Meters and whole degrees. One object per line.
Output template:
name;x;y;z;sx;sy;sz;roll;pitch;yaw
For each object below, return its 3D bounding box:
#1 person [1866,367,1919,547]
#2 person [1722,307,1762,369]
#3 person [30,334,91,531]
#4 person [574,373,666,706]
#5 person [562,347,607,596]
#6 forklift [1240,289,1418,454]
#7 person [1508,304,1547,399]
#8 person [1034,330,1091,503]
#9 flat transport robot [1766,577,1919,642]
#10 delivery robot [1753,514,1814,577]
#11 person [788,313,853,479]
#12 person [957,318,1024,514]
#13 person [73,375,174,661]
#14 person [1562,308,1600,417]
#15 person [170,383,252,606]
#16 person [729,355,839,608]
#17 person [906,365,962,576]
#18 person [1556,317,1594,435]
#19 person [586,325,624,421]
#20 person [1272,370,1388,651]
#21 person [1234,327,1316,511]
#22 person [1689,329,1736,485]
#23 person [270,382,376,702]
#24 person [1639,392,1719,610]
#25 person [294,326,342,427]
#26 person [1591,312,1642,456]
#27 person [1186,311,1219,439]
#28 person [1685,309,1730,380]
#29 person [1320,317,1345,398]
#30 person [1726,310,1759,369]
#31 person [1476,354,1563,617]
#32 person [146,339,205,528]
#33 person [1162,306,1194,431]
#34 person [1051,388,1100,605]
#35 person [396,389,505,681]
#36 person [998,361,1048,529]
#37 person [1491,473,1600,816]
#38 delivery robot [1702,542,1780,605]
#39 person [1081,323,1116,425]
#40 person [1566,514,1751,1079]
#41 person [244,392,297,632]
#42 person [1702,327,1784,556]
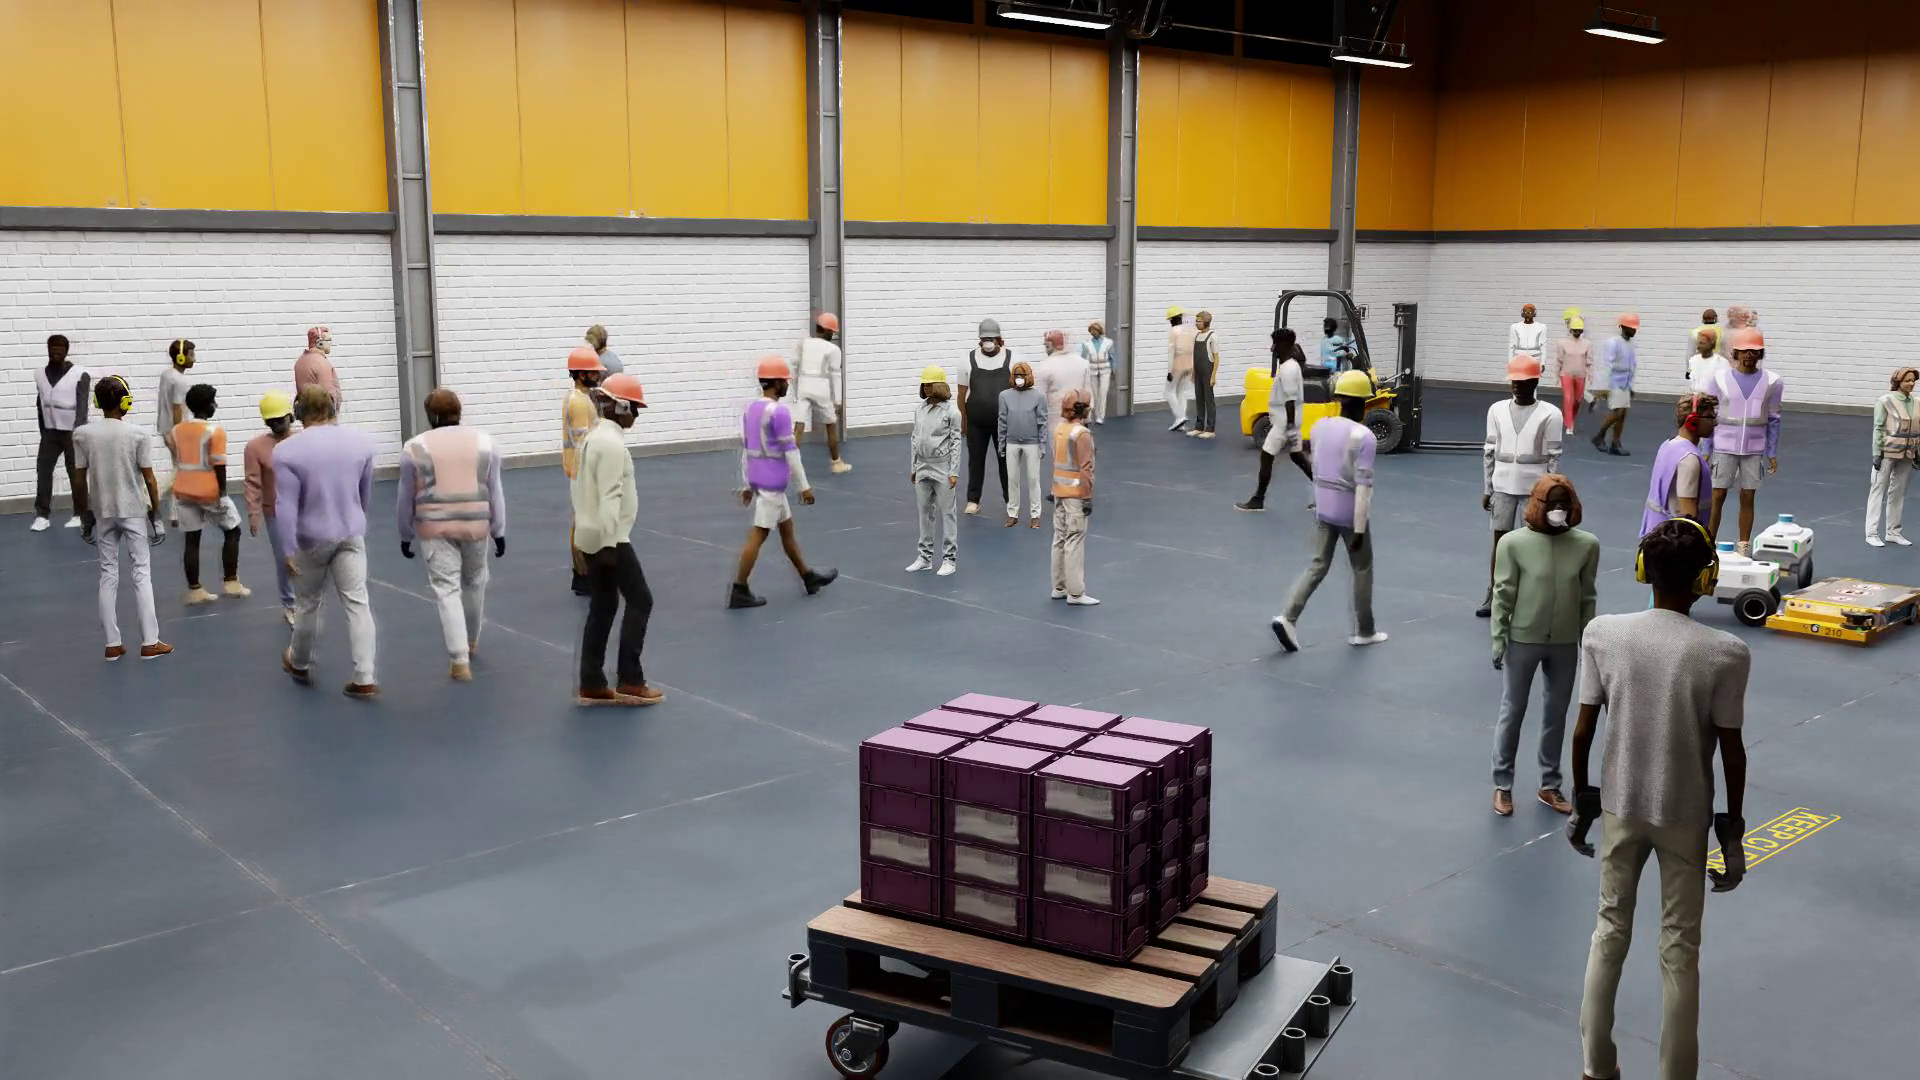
person;8.515;-0.756;15.134;0.514;1.642;0.310;-3;10;-14
person;12.107;-2.690;25.913;0.699;1.872;0.795;4;11;24
person;-8.647;-1.032;16.029;0.614;1.889;0.633;1;10;7
person;-2.010;0.002;9.791;0.641;1.948;0.680;-5;11;-25
person;-2.907;-0.534;12.969;0.358;1.938;0.548;-3;10;-17
forklift;5.034;-2.339;22.783;2.313;2.155;1.214;3;10;16
person;9.146;-2.868;26.833;0.580;1.878;0.347;3;10;19
person;0.981;-1.256;17.388;0.658;1.866;0.856;-7;12;-36
flat transport robot;6.381;0.480;11.902;1.431;0.197;0.652;-9;13;-44
delivery robot;6.635;0.036;13.397;0.477;0.478;0.707;7;12;35
person;-1.735;-1.715;19.866;0.669;1.968;0.917;3;10;18
person;0.317;-1.263;16.934;0.699;2.000;0.536;0;10;2
person;-5.483;-0.141;10.869;0.535;1.868;0.309;-1;10;-6
person;10.102;-2.886;27.149;0.642;1.796;0.633;5;11;26
person;-5.693;-0.352;12.635;0.527;1.673;0.576;3;10;18
person;-1.356;-0.447;12.600;0.997;1.881;0.554;-5;11;-29
person;-0.216;-0.577;13.787;0.484;1.744;0.296;7;12;35
person;9.154;-2.456;24.815;0.531;1.738;0.779;2;10;10
person;-3.702;-1.253;17.228;0.373;1.928;0.675;-9;13;-43
person;2.508;-0.190;11.094;0.910;1.899;0.592;-7;12;-36
person;3.404;-1.231;17.116;0.989;1.926;0.611;3;10;17
person;8.451;-1.469;18.794;1.039;1.821;0.589;-4;10;-22
person;-3.835;-0.002;10.016;0.625;1.877;1.013;-9;13;-41
person;4.232;0.045;9.845;0.375;1.844;0.567;2;10;11
person;-6.662;-1.274;17.395;0.402;1.906;0.652;-10;14;-44
person;8.676;-2.039;21.847;0.579;1.909;0.502;-6;11;-30
person;3.539;-2.393;24.129;0.329;1.842;0.516;-5;11;-29
person;11.340;-2.580;25.251;0.621;1.837;0.429;3;10;16
person;5.894;-2.668;26.191;0.593;1.682;0.537;-5;11;-27
person;11.127;-2.304;23.534;0.835;1.875;0.673;3;10;16
person;4.052;-0.377;12.048;0.547;1.938;0.377;7;12;35
person;-7.650;-1.013;16.076;0.573;1.837;0.548;-7;12;-37
person;3.269;-2.576;25.067;0.632;1.885;0.475;-10;14;-44
person;0.860;-0.329;12.634;0.315;1.640;0.514;-4;10;-21
person;-3.257;-0.059;10.593;0.641;1.795;0.936;-5;11;-28
person;0.606;-0.920;16.144;0.501;1.626;0.282;3;10;17
person;2.751;0.493;7.844;0.507;1.631;0.266;-1;10;-3
delivery robot;5.560;0.257;12.107;0.707;0.478;0.477;5;11;29
person;2.156;-2.582;25.935;0.552;1.591;0.802;2;10;13
person;2.126;0.853;5.076;0.534;1.859;0.311;8;13;39
person;-4.658;-0.183;11.573;0.574;1.698;0.930;-4;10;-21
person;6.583;-0.769;14.033;0.605;2.045;0.380;3;10;16
